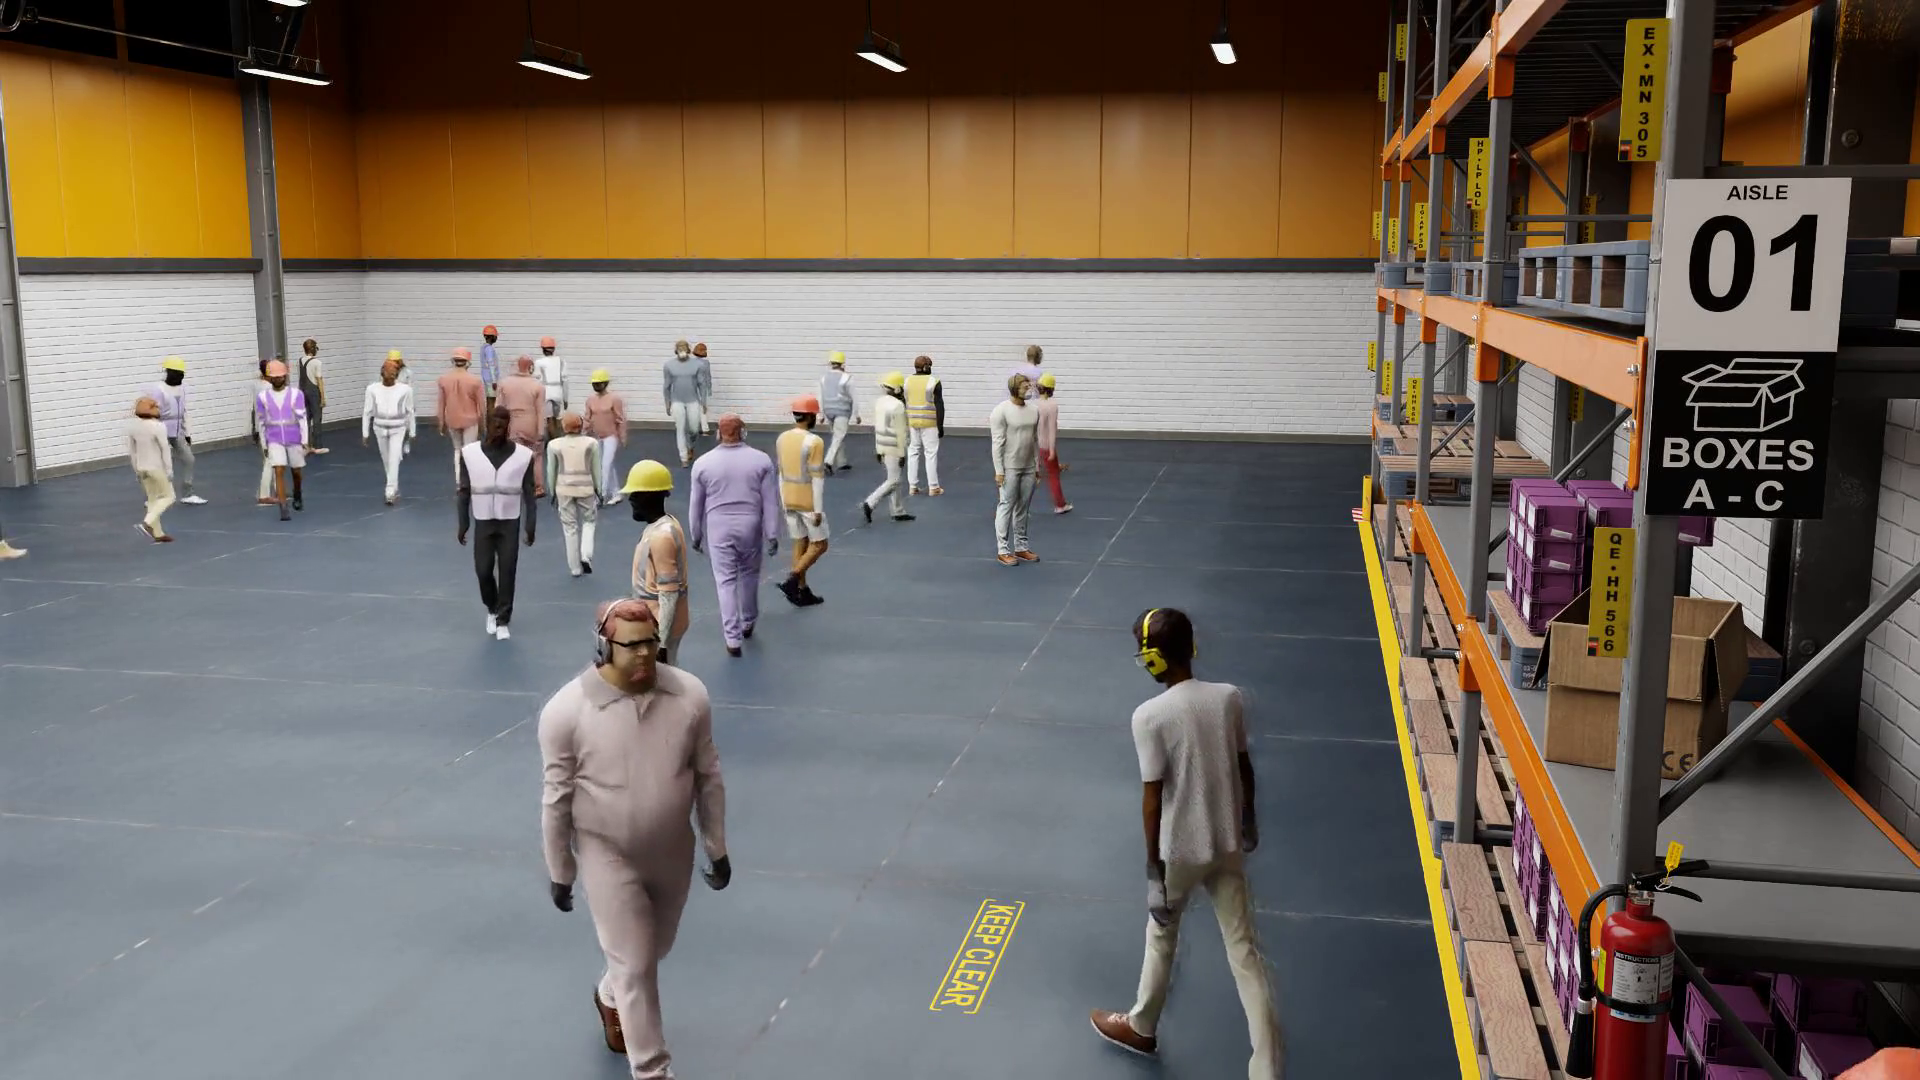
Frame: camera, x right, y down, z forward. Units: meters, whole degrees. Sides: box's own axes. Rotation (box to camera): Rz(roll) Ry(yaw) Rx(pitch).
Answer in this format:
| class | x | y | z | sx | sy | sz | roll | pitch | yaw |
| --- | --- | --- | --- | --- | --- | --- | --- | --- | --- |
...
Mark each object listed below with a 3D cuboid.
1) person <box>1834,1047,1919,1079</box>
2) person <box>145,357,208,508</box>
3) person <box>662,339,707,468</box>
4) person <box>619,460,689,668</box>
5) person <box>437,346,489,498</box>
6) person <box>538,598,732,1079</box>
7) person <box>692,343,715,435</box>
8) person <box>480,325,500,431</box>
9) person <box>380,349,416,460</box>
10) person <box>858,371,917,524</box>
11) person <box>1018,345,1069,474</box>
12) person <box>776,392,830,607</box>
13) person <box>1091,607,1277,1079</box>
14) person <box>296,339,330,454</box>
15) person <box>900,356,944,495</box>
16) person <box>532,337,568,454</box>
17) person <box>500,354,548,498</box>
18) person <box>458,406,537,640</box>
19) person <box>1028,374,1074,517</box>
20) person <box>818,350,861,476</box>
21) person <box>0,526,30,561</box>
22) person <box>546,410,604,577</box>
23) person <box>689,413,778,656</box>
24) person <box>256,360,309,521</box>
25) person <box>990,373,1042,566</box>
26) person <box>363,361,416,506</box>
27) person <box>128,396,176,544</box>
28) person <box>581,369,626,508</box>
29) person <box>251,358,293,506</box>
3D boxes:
| class | x | y | z | sx | sy | sz | roll | pitch | yaw |
| --- | --- | --- | --- | --- | --- | --- | --- | --- | --- |
| person | 1.207 | 1.673 | 2.197 | 0.543 | 2.021 | 0.645 | -8 | 13 | -41 |
| person | -9.822 | -1.331 | 20.718 | 0.805 | 1.877 | 0.695 | 2 | 10 | 10 |
| person | -4.124 | -2.053 | 24.926 | 0.647 | 1.927 | 0.565 | -1 | 10 | -9 |
| person | -1.745 | 0.497 | 9.559 | 0.374 | 1.924 | 0.595 | -2 | 10 | -12 |
| person | -6.409 | -1.521 | 21.552 | 0.641 | 1.976 | 0.505 | 1 | 9 | 6 |
| person | -1.191 | 1.109 | 6.055 | 0.647 | 1.871 | 0.949 | -7 | 11 | -35 |
| person | -4.596 | -2.672 | 29.538 | 0.499 | 1.632 | 0.285 | 8 | 12 | 39 |
| person | -8.457 | -2.909 | 30.053 | 0.363 | 1.934 | 0.551 | -5 | 11 | -28 |
| person | -8.734 | -2.111 | 25.850 | 0.506 | 1.726 | 0.499 | -4 | 10 | -21 |
| person | -0.850 | -1.063 | 19.342 | 0.752 | 1.811 | 0.602 | -5 | 11 | -28 |
| person | 1.049 | -1.835 | 23.755 | 1.011 | 1.888 | 0.641 | -4 | 10 | -24 |
| person | -1.407 | -0.330 | 14.578 | 0.545 | 1.924 | 0.547 | 8 | 12 | 38 |
| person | 0.913 | 1.138 | 6.086 | 0.674 | 1.801 | 0.949 | -4 | 10 | -25 |
| person | -10.391 | -2.294 | 26.667 | 0.501 | 1.839 | 0.341 | 5 | 11 | 26 |
| person | -0.482 | -1.501 | 21.873 | 0.619 | 1.839 | 0.430 | 4 | 10 | 23 |
| person | -6.508 | -2.264 | 26.313 | 0.562 | 1.885 | 0.984 | -7 | 12 | -36 |
| person | -5.602 | -1.435 | 21.339 | 0.653 | 1.883 | 0.744 | 2 | 10 | 10 |
| person | -3.740 | -0.140 | 13.460 | 0.630 | 1.903 | 0.448 | -3 | 10 | -16 |
| person | 0.985 | -1.128 | 19.976 | 0.533 | 1.721 | 0.907 | 9 | 13 | 43 |
| person | -1.791 | -1.832 | 23.998 | 0.592 | 1.800 | 0.875 | 6 | 11 | 33 |
| person | -9.964 | -0.781 | 16.963 | 0.641 | 2.040 | 0.558 | 9 | 13 | 42 |
| person | -3.730 | -0.446 | 16.123 | 0.540 | 1.623 | 0.372 | -2 | 10 | -12 |
| person | -1.801 | -0.076 | 13.175 | 0.676 | 1.862 | 0.966 | -2 | 10 | -12 |
| person | -8.105 | -1.215 | 19.942 | 0.557 | 1.916 | 0.816 | -3 | 10 | -19 |
| person | 0.582 | -0.718 | 16.848 | 0.632 | 1.940 | 0.368 | -9 | 13 | -43 |
| person | -7.241 | -1.363 | 21.109 | 0.598 | 1.823 | 1.035 | -1 | 9 | -5 |
| person | -8.743 | -0.741 | 17.927 | 0.517 | 1.617 | 0.448 | 4 | 10 | 21 |
| person | -4.481 | -1.260 | 20.732 | 0.545 | 1.720 | 0.877 | 4 | 10 | 25 |
| person | -8.634 | -1.369 | 21.050 | 0.554 | 1.839 | 0.743 | 7 | 12 | 38 |
